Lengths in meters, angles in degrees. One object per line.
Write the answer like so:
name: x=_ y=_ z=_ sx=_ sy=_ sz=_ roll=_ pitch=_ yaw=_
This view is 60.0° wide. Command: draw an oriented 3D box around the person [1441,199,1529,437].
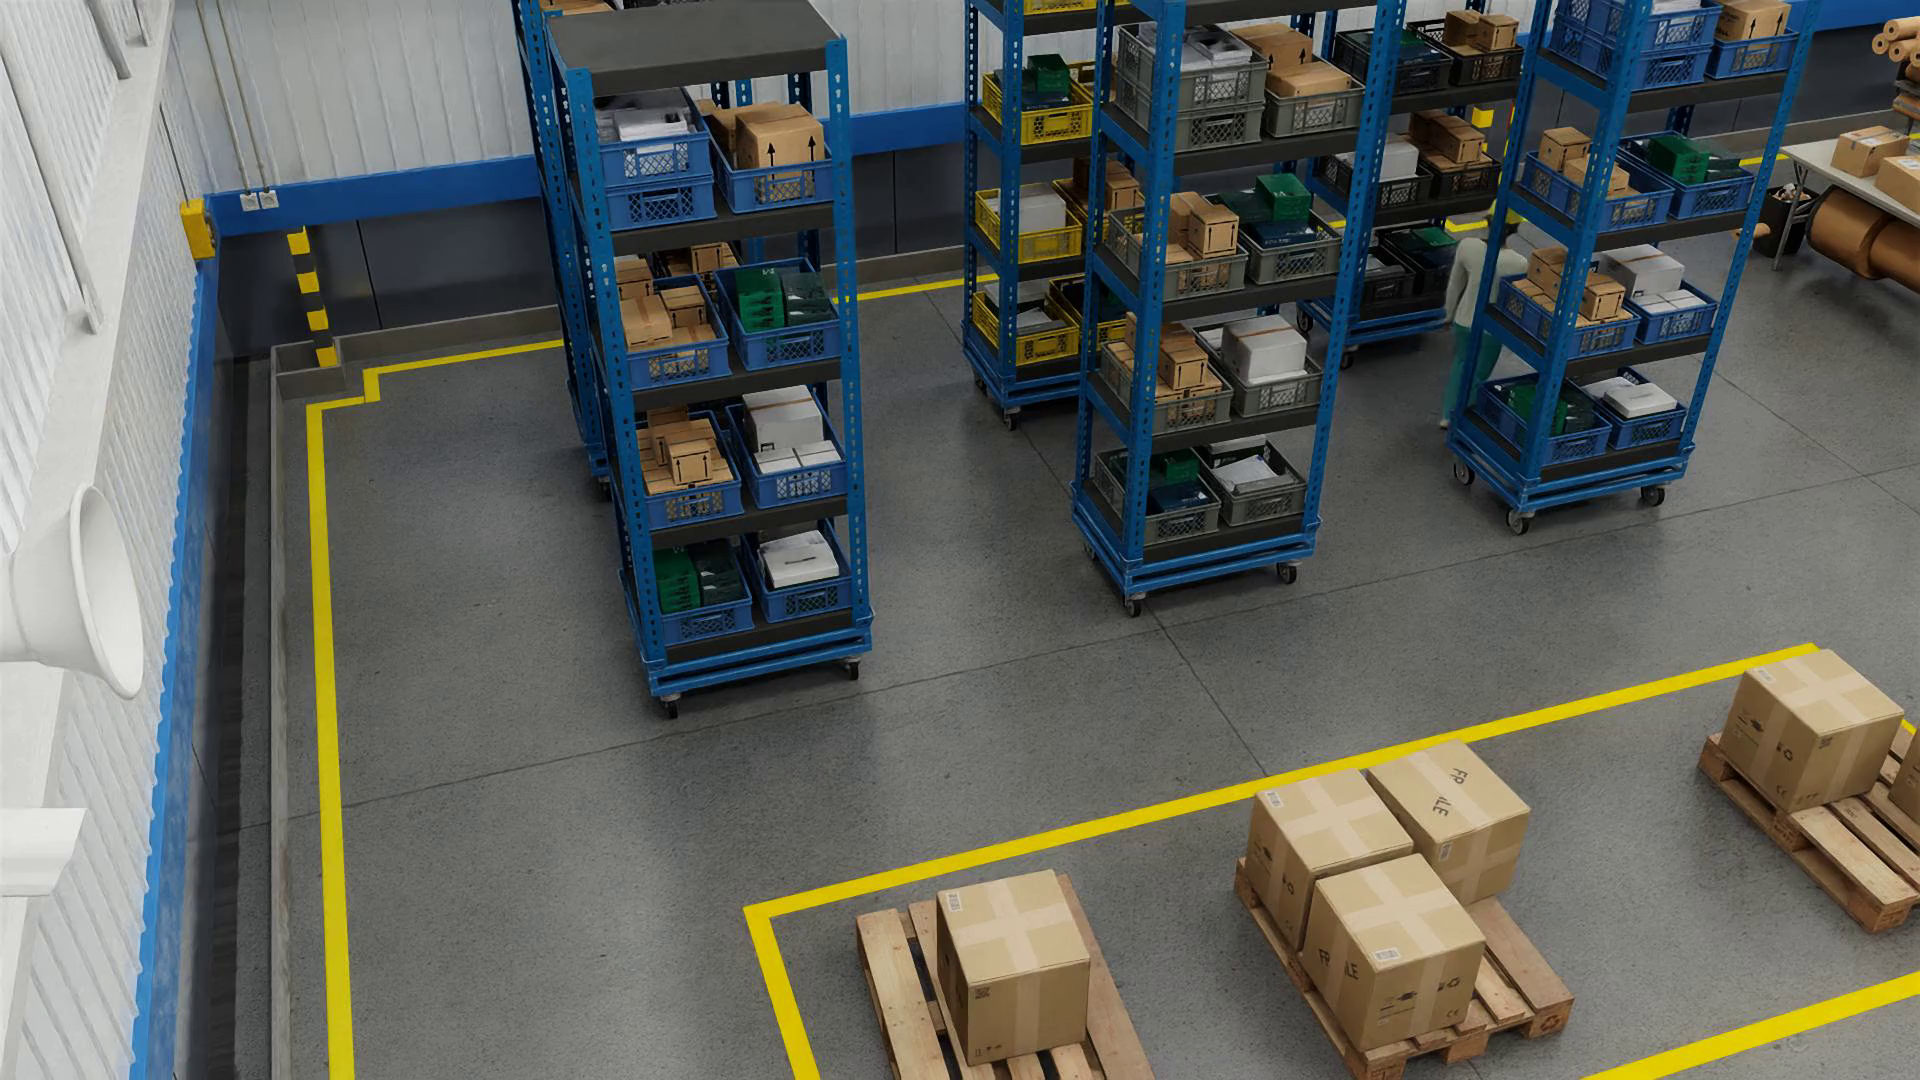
person: x=3.416 y=-1.414 z=10.767 sx=0.415 sy=1.761 sz=0.538 roll=-25 pitch=42 yaw=-31
